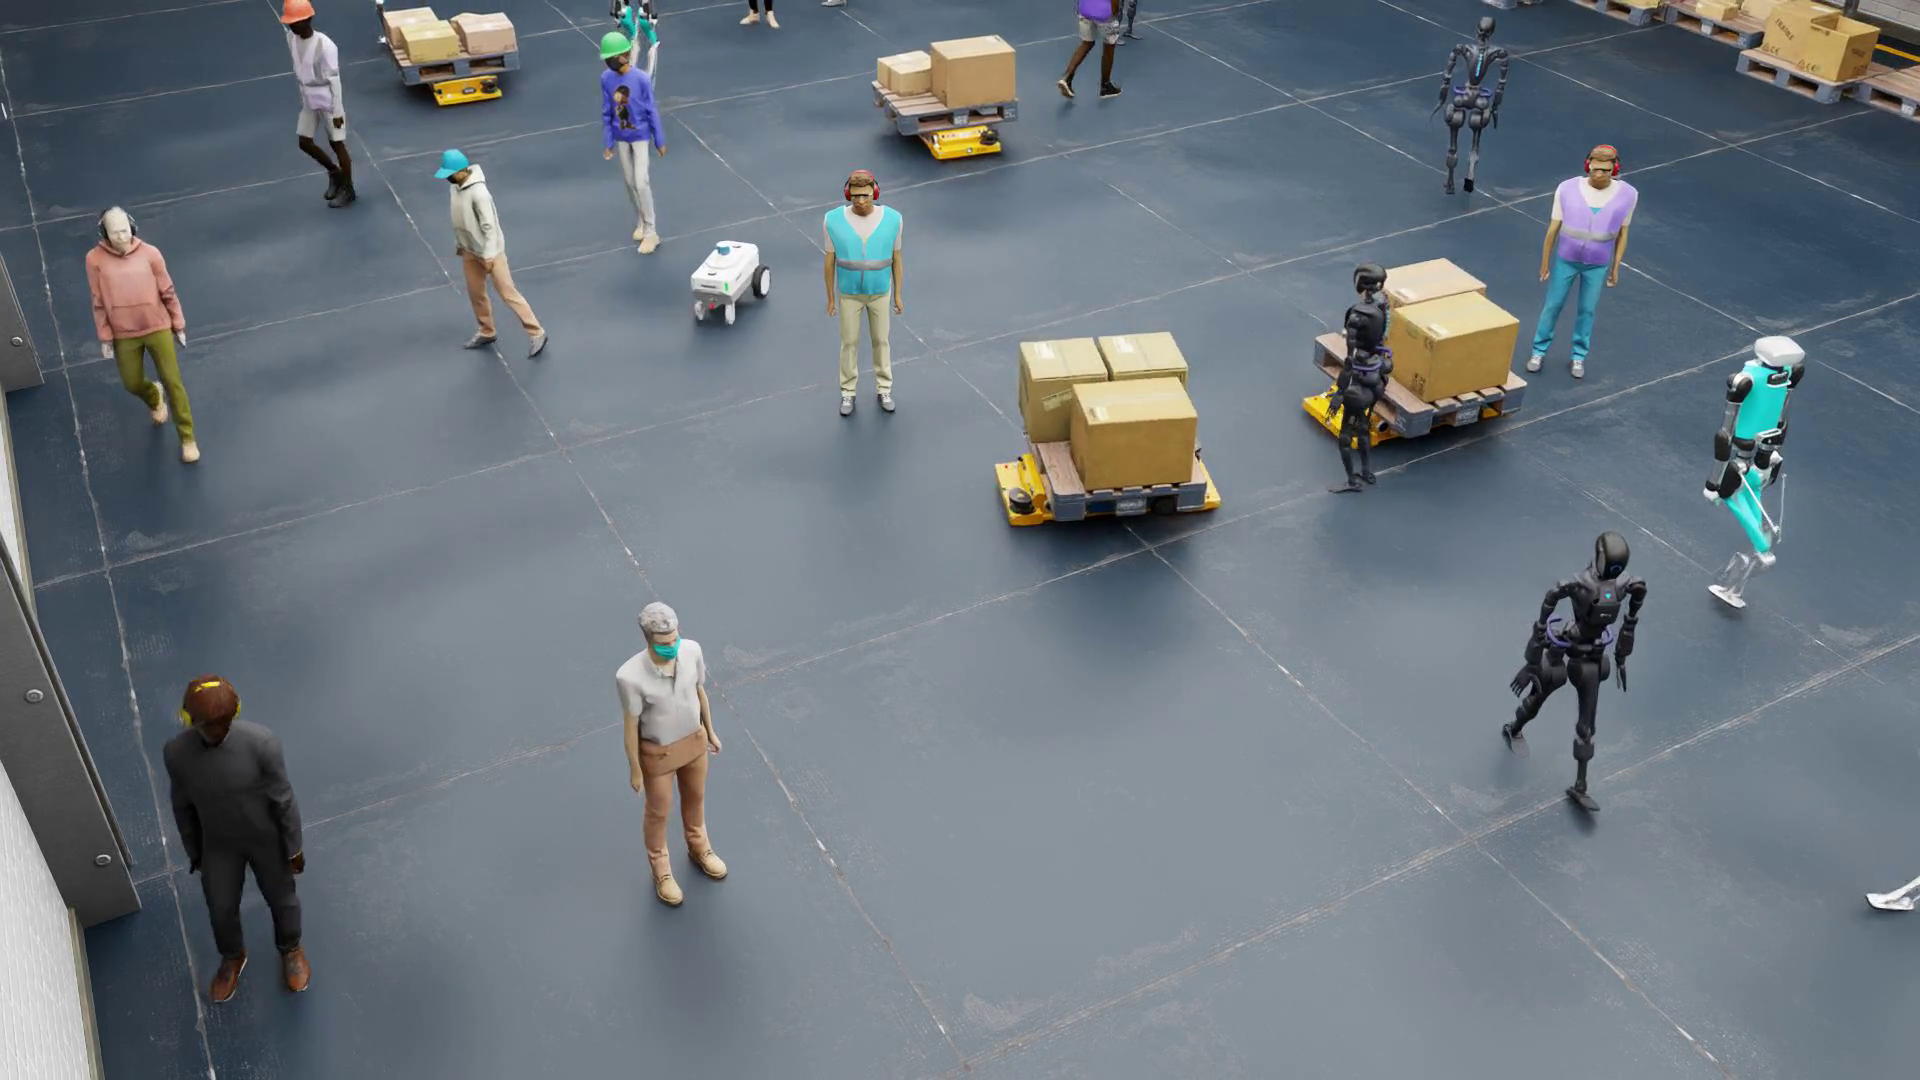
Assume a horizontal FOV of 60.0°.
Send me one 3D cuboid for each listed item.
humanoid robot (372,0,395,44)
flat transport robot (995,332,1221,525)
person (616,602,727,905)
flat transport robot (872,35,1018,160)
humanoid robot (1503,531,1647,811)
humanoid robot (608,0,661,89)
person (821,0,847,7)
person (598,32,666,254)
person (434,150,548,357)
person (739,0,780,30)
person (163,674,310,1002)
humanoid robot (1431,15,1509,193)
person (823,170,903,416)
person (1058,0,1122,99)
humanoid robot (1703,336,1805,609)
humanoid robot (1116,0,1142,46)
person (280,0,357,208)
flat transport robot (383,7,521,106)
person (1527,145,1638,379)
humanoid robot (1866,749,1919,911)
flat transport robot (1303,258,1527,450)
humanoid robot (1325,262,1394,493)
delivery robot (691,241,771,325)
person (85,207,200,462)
[{"bbox_3d":[-6.477,-6.350,18.545,0.535,1.769,1.036,10,36,14],"label":"humanoid robot"},{"bbox_3d":[0.994,-0.403,11.291,1.431,0.231,0.659,-5,35,-7],"label":"flat transport robot"},{"bbox_3d":[-1.382,1.001,8.000,0.493,1.742,0.302,-26,43,-32],"label":"person"},{"bbox_3d":[-0.151,-4.190,16.698,0.659,0.231,1.431,-12,37,-16],"label":"flat transport robot"},{"bbox_3d":[3.203,0.621,8.639,0.608,1.618,0.778,-4,35,-5],"label":"humanoid robot"},{"bbox_3d":[-3.353,-5.542,17.354,0.531,1.802,0.656,6,35,8],"label":"humanoid robot"},{"bbox_3d":[-1.468,-7.328,19.729,0.430,1.933,0.554,6,36,9],"label":"person"},{"bbox_3d":[-2.826,-3.376,14.168,0.513,1.837,0.660,9,36,12],"label":"person"},{"bbox_3d":[-3.577,-2.169,12.604,0.685,1.653,0.527,24,42,30],"label":"person"},{"bbox_3d":[-2.332,-6.726,19.096,0.587,1.676,0.315,5,35,7],"label":"person"},{"bbox_3d":[-3.215,1.334,7.440,0.582,1.856,0.361,-5,35,-7],"label":"person"},{"bbox_3d":[4.613,-3.939,15.116,0.599,1.649,0.433,7,36,10],"label":"humanoid robot"},{"bbox_3d":[-0.679,-1.771,11.869,0.566,1.846,0.390,-5,35,-7],"label":"person"},{"bbox_3d":[1.392,-5.444,17.034,0.711,1.936,0.625,-27,43,-33],"label":"person"},{"bbox_3d":[4.776,-0.277,9.855,0.542,1.808,0.770,-16,38,-21],"label":"humanoid robot"},{"bbox_3d":[1.940,-6.432,18.663,0.599,1.653,0.315,-27,43,-33],"label":"humanoid robot"},{"bbox_3d":[-5.722,-3.890,14.830,0.575,1.923,0.419,18,39,23],"label":"person"},{"bbox_3d":[-5.408,-5.014,17.874,0.659,0.231,1.431,-15,38,-20],"label":"flat transport robot"},{"bbox_3d":[4.595,-2.066,12.307,0.564,1.835,0.409,10,36,14],"label":"person"},{"bbox_3d":[4.945,1.065,7.930,0.804,1.774,0.543,-4,35,-6],"label":"humanoid robot"},{"bbox_3d":[3.303,-1.031,12.188,1.431,0.231,0.659,-14,37,-19],"label":"flat transport robot"},{"bbox_3d":[2.676,-1.071,11.032,0.341,1.644,0.593,23,41,29],"label":"humanoid robot"},{"bbox_3d":[-1.895,-2.136,13.524,0.499,0.604,0.808,9,36,13],"label":"delivery robot"},{"bbox_3d":[-5.620,-1.452,11.434,0.566,1.818,0.712,-12,37,-16],"label":"person"}]
